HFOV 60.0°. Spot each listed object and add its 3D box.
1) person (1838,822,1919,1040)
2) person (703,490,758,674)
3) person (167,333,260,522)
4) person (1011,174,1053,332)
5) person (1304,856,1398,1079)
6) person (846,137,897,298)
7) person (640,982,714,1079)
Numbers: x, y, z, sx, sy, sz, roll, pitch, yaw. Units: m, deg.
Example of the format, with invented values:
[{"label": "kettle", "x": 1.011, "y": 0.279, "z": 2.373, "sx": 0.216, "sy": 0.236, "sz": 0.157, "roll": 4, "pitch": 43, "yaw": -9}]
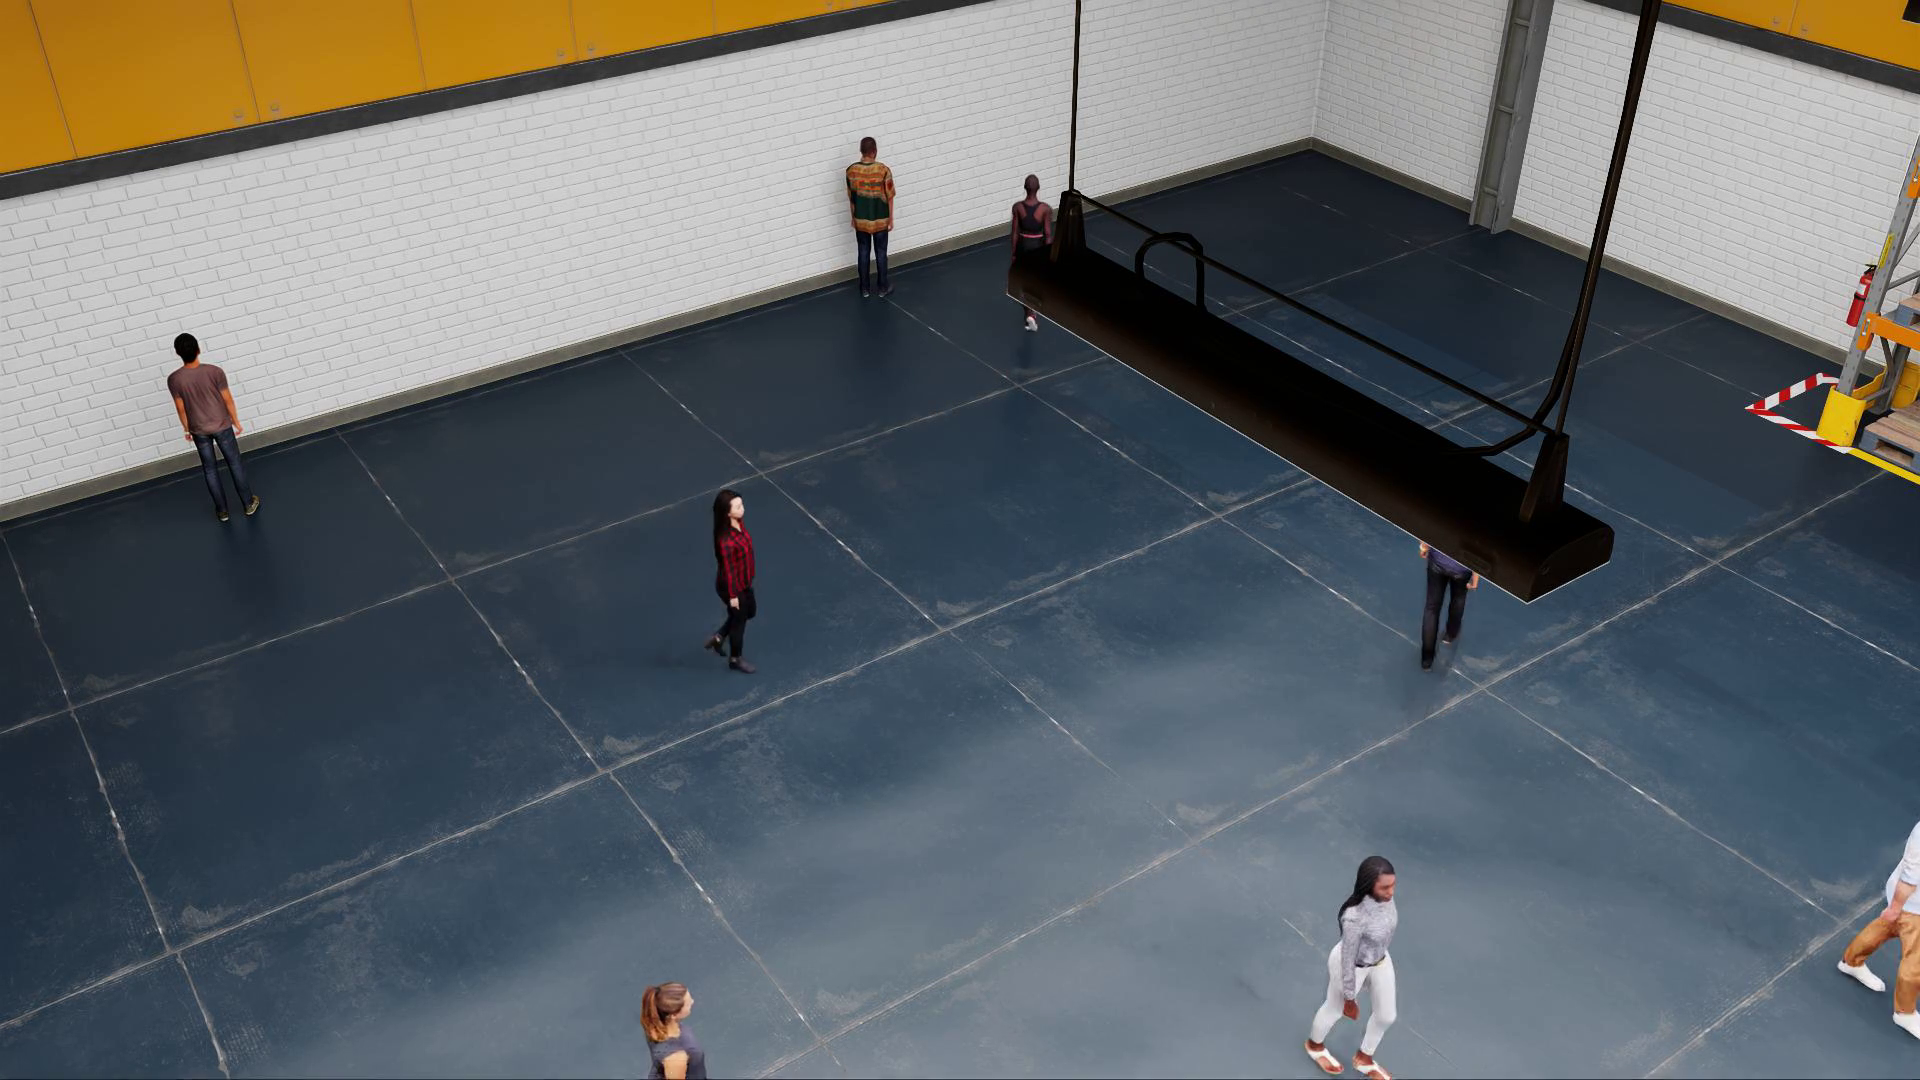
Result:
[{"label": "person", "x": 5.617, "y": 2.052, "z": 9.884, "sx": 0.741, "sy": 1.796, "sz": 0.947, "roll": -27, "pitch": 42, "yaw": -34}, {"label": "person", "x": -1.794, "y": 0.327, "z": 12.610, "sx": 0.820, "sy": 1.650, "sz": 0.765, "roll": 1, "pitch": 34, "yaw": 2}, {"label": "person", "x": -6.515, "y": -0.983, "z": 14.465, "sx": 0.686, "sy": 1.779, "sz": 0.629, "roll": -12, "pitch": 35, "yaw": -17}, {"label": "person", "x": 0.729, "y": -2.977, "z": 17.497, "sx": 0.895, "sy": 1.744, "sz": 0.959, "roll": 5, "pitch": 34, "yaw": 8}, {"label": "person", "x": 2.189, "y": 2.394, "z": 9.451, "sx": 0.673, "sy": 1.705, "sz": 0.803, "roll": -26, "pitch": 42, "yaw": -34}, {"label": "person", "x": -0.975, "y": -3.546, "z": 18.296, "sx": 0.823, "sy": 1.807, "sz": 0.877, "roll": 4, "pitch": 34, "yaw": 6}, {"label": "person", "x": -1.555, "y": 2.952, "z": 8.637, "sx": 0.730, "sy": 1.677, "sz": 1.127, "roll": -16, "pitch": 37, "yaw": -22}]
